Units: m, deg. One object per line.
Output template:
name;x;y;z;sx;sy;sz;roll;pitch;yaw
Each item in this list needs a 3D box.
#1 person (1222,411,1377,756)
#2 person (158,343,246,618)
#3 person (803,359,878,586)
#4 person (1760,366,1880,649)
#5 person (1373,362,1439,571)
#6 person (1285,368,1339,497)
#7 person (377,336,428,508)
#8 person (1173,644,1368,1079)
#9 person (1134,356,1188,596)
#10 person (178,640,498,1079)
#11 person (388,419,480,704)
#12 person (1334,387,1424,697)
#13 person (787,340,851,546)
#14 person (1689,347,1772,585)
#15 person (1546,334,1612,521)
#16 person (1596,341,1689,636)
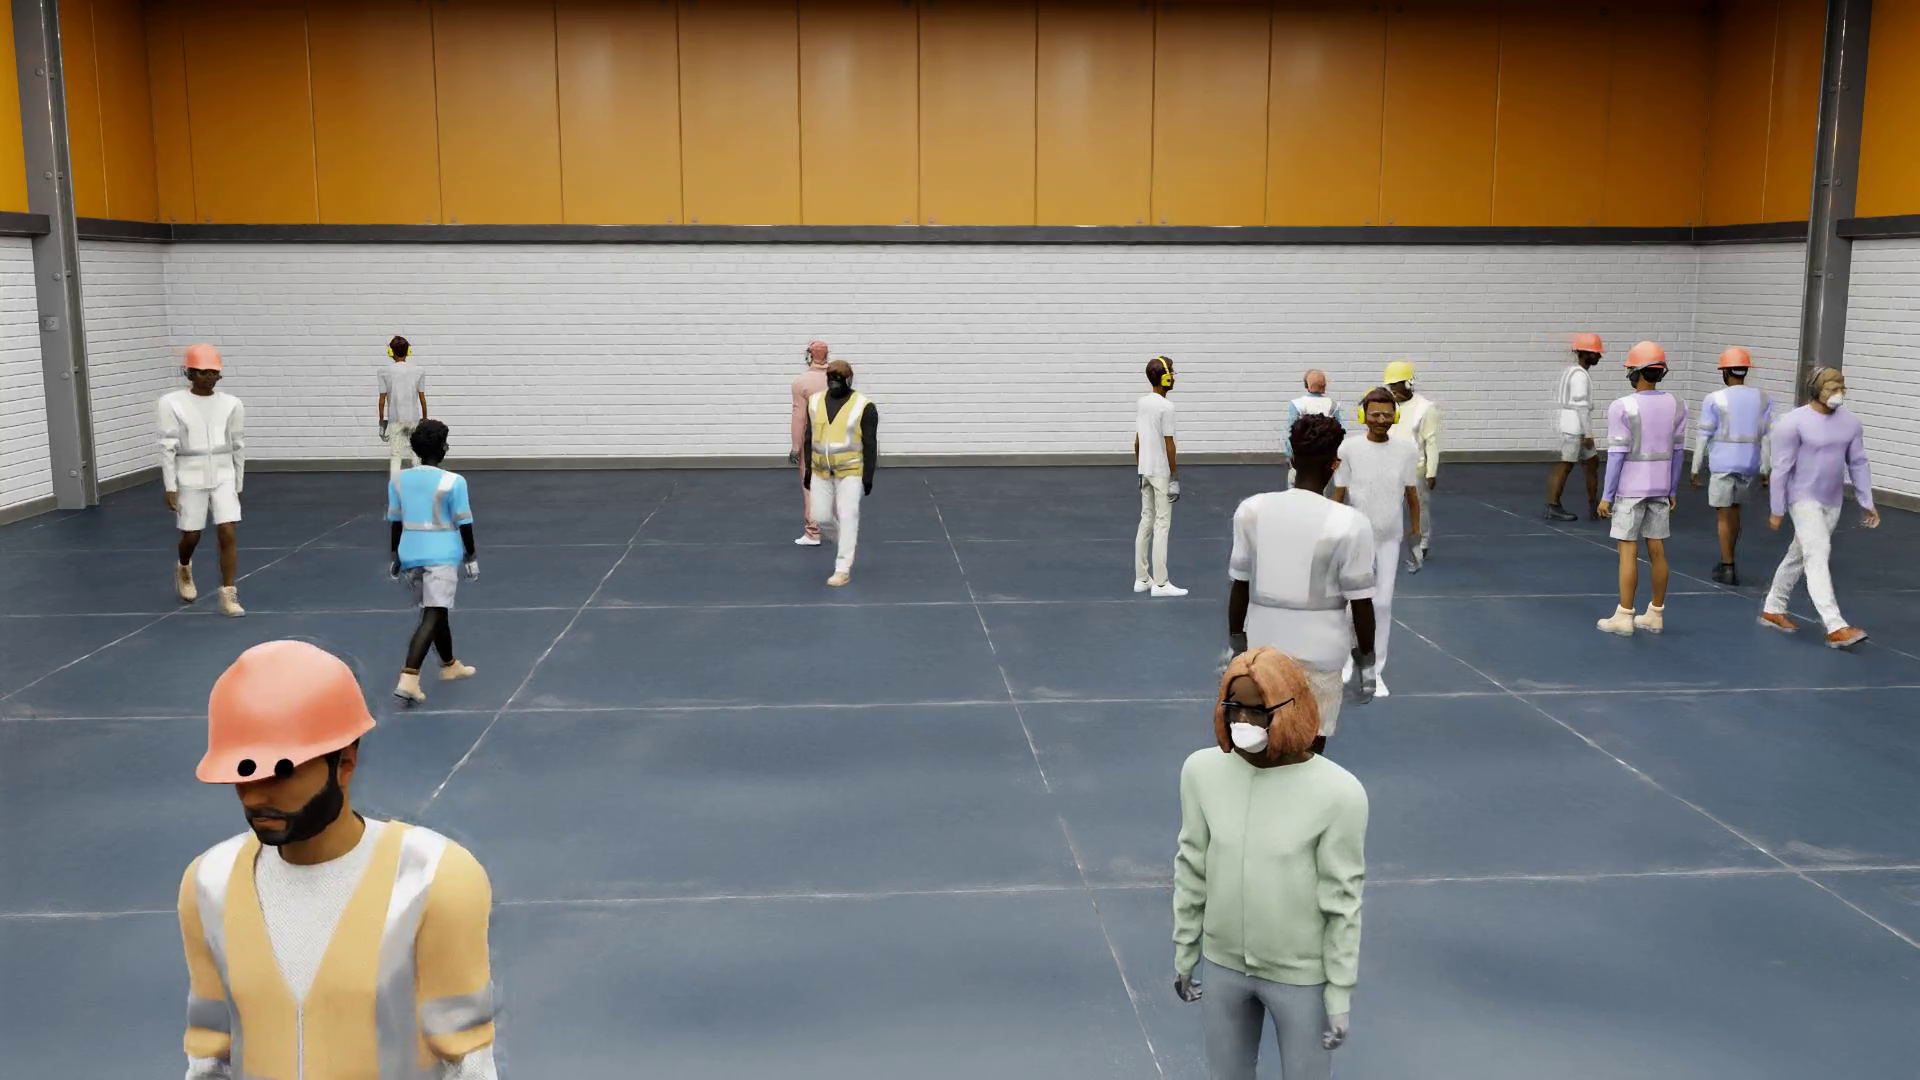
person;1.416;0.441;6.865;0.643;1.947;0.431;7;12;39
person;-5.598;-0.456;12.308;0.610;2.015;0.864;-7;12;-38
person;-0.963;-0.554;13.499;0.645;1.830;0.532;4;10;22
person;5.873;-0.231;11.324;0.648;1.883;1.026;-3;9;-18
person;3.821;-0.642;14.249;0.608;1.778;0.980;7;11;37
person;3.291;-0.781;15.527;0.537;1.629;0.398;-2;9;-11
person;-5.920;-1.235;17.699;0.514;1.857;0.317;-5;10;-27
person;0.737;1.053;4.045;0.495;1.628;0.272;7;11;36
person;1.558;-0.497;13.003;0.328;1.876;0.514;-5;10;-27
person;-1.040;1.092;2.886;0.559;1.917;0.552;1;9;7
person;-3.151;0.115;9.851;0.543;1.659;0.864;4;10;21
person;2.485;0.012;9.891;0.531;1.857;0.406;0;9;0
person;-1.309;-0.880;15.388;0.673;1.914;0.435;-7;12;-39
person;6.257;-0.615;13.595;0.564;1.913;0.725;0;9;-1
person;6.361;-1.116;16.770;0.838;1.905;0.585;4;10;22
person;4.719;-0.353;11.566;0.605;2.045;0.377;-3;9;-15
